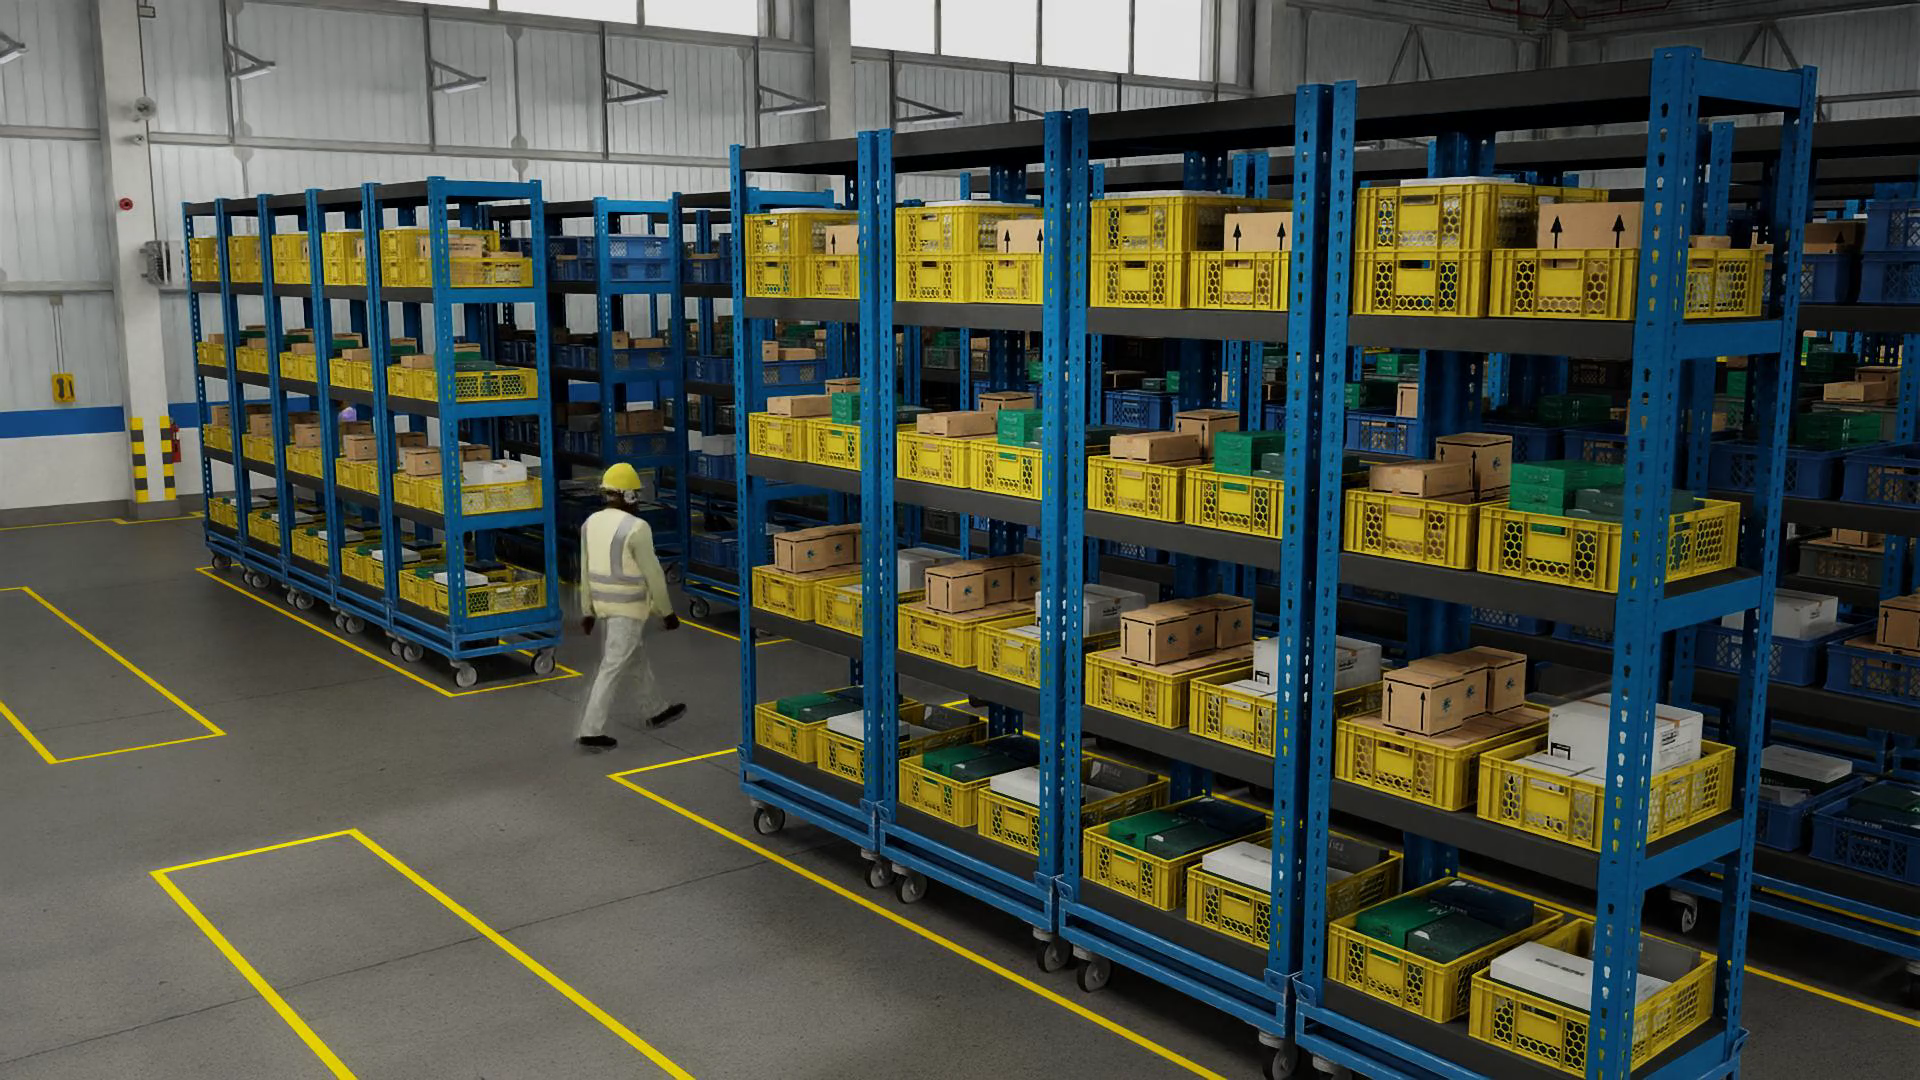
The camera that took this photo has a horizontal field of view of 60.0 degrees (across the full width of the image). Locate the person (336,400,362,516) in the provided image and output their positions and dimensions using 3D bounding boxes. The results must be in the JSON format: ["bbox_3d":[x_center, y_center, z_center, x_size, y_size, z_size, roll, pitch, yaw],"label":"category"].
[{"bbox_3d":[-6.171,-0.684,16.842,0.403,1.836,0.564,-2,10,-14],"label":"person"}]

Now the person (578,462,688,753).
[{"bbox_3d":[-2.088,0.408,10.449,0.593,1.785,0.947,9,13,44],"label":"person"}]
